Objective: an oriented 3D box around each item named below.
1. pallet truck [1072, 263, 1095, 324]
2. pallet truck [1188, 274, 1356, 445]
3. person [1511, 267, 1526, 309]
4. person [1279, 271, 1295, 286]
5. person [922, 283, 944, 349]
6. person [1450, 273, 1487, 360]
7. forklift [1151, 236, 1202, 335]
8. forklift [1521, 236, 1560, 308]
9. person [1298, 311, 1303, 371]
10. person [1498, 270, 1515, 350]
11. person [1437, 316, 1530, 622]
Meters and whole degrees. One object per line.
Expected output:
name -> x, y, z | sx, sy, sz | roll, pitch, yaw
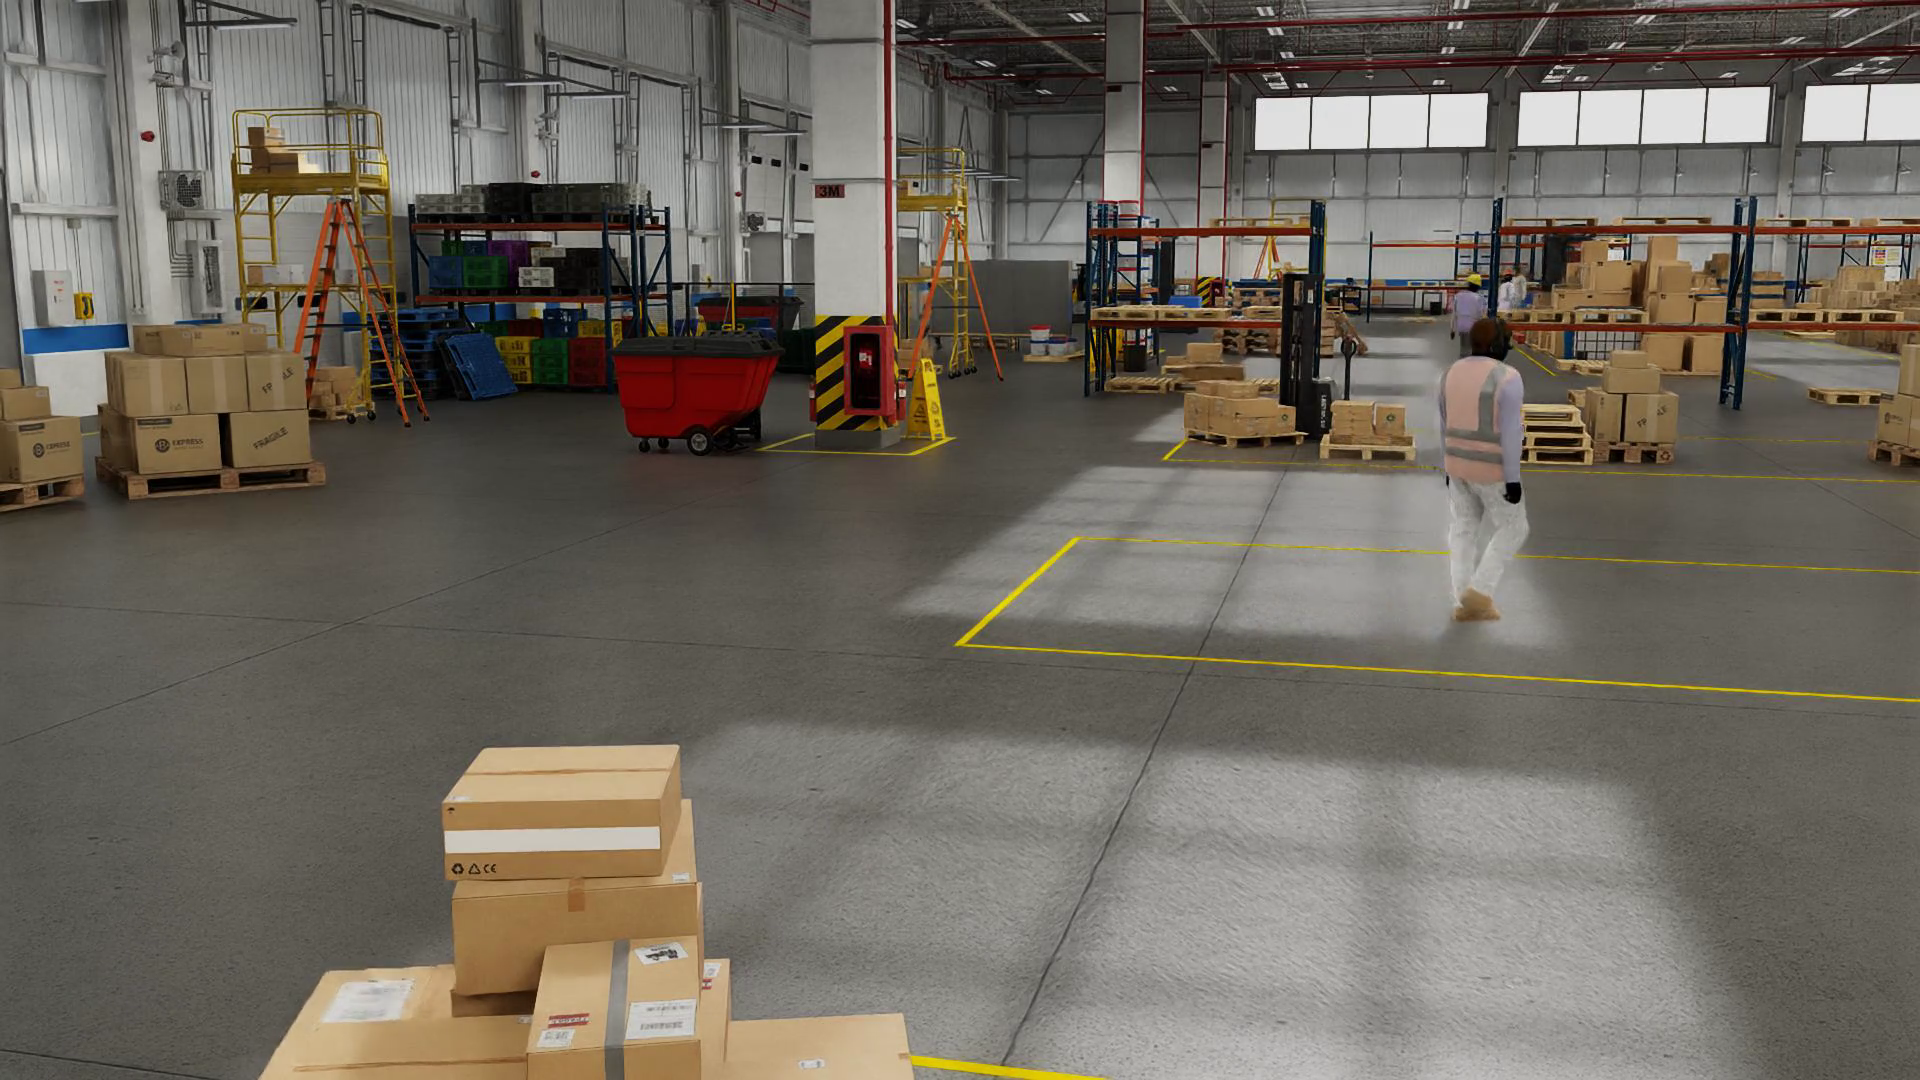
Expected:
pallet truck -> 4.325, -8.180, 55.162 | 0.823, 1.965, 1.885 | 6, 11, 31
pallet truck -> 3.653, -2.138, 19.590 | 1.885, 1.965, 0.823 | -4, 10, -20
person -> 17.136, -7.498, 51.454 | 1.034, 1.885, 0.623 | -2, 10, -10
person -> 12.368, -9.427, 62.800 | 0.647, 1.890, 0.792 | 3, 10, 16
person -> -0.689, -5.369, 39.617 | 0.538, 1.673, 0.806 | 6, 11, 30
person -> 8.887, -3.674, 28.907 | 0.688, 1.897, 0.589 | -8, 13, -40
forklift -> 5.866, -7.214, 46.878 | 1.873, 2.768, 1.129 | 2, 10, 14
forklift -> 18.427, -8.095, 52.067 | 1.873, 2.768, 1.129 | 1, 10, 7
person -> 6.708, -4.109, 31.982 | 0.484, 1.736, 0.346 | -8, 13, -40
person -> 12.971, -5.450, 39.425 | 0.487, 1.886, 0.706 | -3, 10, -19
person -> 3.094, -0.401, 9.842 | 0.448, 1.832, 0.651 | -5, 11, -28
